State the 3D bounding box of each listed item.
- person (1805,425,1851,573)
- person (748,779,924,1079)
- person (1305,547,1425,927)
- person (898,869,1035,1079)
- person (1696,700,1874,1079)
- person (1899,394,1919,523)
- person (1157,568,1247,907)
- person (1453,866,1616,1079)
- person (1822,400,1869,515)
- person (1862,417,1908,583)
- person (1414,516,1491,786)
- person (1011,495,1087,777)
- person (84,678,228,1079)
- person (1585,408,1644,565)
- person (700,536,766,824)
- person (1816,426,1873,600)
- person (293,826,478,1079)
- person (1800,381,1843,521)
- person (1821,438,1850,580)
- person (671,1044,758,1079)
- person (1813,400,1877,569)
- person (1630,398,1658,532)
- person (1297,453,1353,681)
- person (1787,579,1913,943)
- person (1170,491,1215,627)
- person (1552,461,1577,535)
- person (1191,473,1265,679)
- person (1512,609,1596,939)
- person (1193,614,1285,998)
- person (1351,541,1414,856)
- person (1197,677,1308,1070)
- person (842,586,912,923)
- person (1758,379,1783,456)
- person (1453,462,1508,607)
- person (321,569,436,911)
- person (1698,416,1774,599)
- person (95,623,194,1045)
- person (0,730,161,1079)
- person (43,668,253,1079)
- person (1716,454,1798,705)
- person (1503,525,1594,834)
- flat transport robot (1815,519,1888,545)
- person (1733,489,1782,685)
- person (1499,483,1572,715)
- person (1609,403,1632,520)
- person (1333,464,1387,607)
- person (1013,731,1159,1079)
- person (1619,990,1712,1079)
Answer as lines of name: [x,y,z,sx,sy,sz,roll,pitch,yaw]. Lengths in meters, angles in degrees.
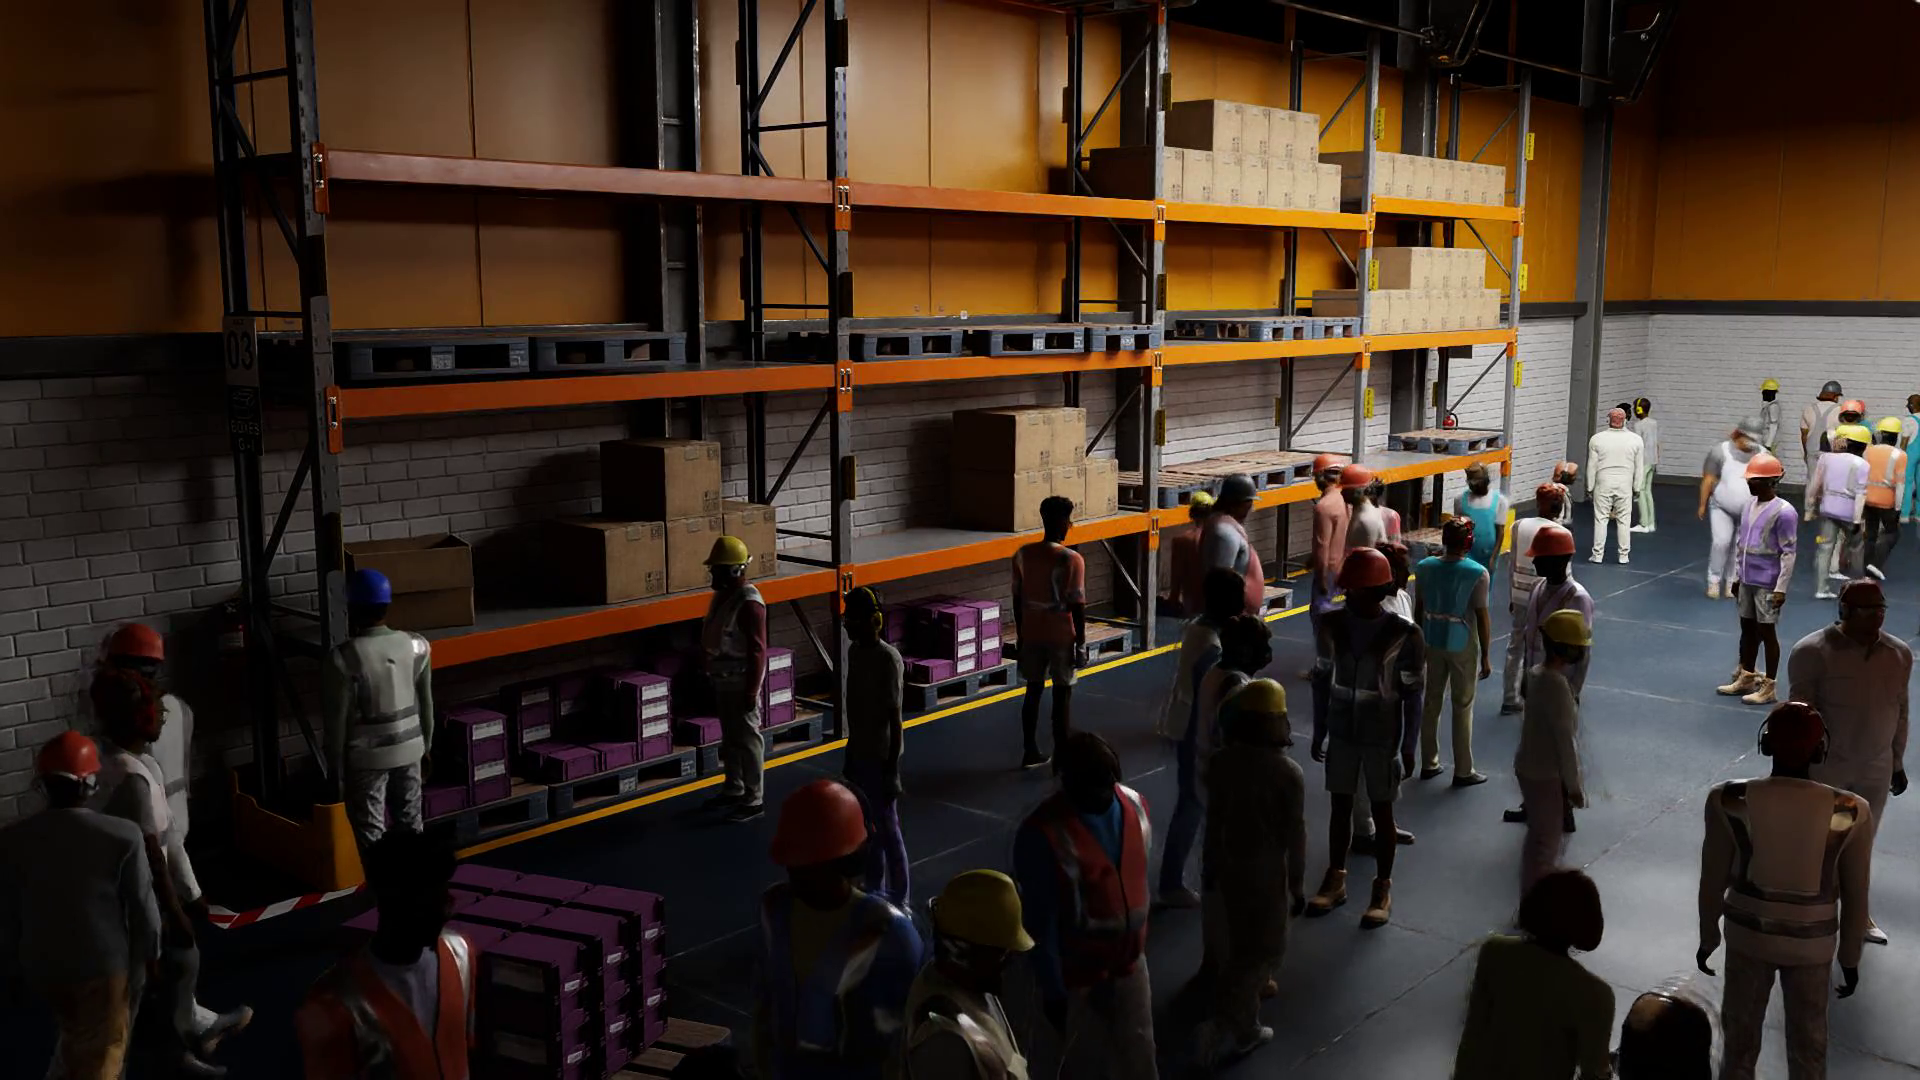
person: [10.331,-0.487,19.710,0.525,1.740,0.647,-1,9,-8]
person: [-0.345,1.658,4.977,0.646,2.021,0.666,7,11,39]
person: [2.147,1.040,8.870,0.610,2.040,0.394,7,11,37]
person: [0.023,1.803,4.656,0.403,1.822,0.588,0,9,1]
person: [3.078,1.524,6.255,0.575,1.883,0.355,4,9,22]
person: [13.547,-1.151,23.645,0.504,1.841,0.344,-2,9,-10]
person: [1.437,1.085,9.045,0.751,1.888,0.610,1,9,5]
person: [1.837,1.825,5.300,0.696,1.582,0.526,-5,10,-29]
person: [13.115,-1.193,24.296,0.785,1.724,0.573,2,9,15]
person: [10.478,-0.449,18.915,0.407,1.912,0.587,-5,10,-28]
person: [3.346,0.753,11.342,0.388,1.848,0.564,-8,12,-42]
person: [0.637,0.658,11.574,0.613,1.962,0.367,8,12,41]
person: [-3.303,1.470,6.832,0.686,1.809,0.606,-5,10,-28]
person: [7.934,-0.650,20.199,0.651,1.907,0.409,2,9,12]
person: [-1.439,0.878,10.579,0.404,1.833,0.591,-5,10,-30]
person: [9.631,-0.295,17.978,0.902,1.877,0.578,-4,10,-24]
person: [-1.544,1.741,4.636,0.381,1.954,0.604,5,10,27]
person: [12.391,-1.267,23.749,0.535,2.000,0.673,-7,11,-37]
person: [10.152,-0.366,19.220,0.311,1.642,0.512,2,9,15]
person: [-0.483,1.957,3.529,0.605,1.859,1.001,-2,9,-15]
person: [10.581,-0.664,19.915,0.615,2.029,0.409,3,9,19]
person: [9.359,-1.027,22.822,0.533,1.850,0.385,-7,11,-38]
person: [3.183,0.231,14.331,0.599,1.958,0.618,6,11,36]
person: [4.611,1.143,8.624,0.642,1.913,0.409,0,9,-3]
person: [2.006,0.457,13.671,0.545,1.714,0.916,-1,9,-4]
person: [6.043,0.016,16.821,0.316,1.633,0.532,4,10,26]
person: [2.086,0.471,12.543,0.791,2.000,0.708,0,9,-1]
person: [3.076,1.216,8.660,0.382,1.752,0.540,2,9,11]
person: [1.352,1.264,8.067,0.430,1.845,0.624,0,9,-2]
person: [2.558,0.942,10.012,0.355,1.882,0.576,7,11,38]
person: [1.223,1.462,7.215,0.520,1.712,0.597,9,12,44]
person: [-0.458,1.156,8.728,0.328,1.861,0.507,-6,10,-33]
person: [12.590,-1.547,25.922,0.367,1.927,0.587,3,9,21]
person: [4.782,0.162,15.367,0.496,1.781,1.013,3,9,21]
person: [-3.034,1.126,8.695,0.405,1.940,0.632,8,12,40]
person: [8.377,-0.358,17.885,0.716,2.000,0.673,2,9,10]
person: [-3.668,1.339,7.470,0.423,1.902,0.568,1,9,6]
person: [-3.372,1.596,6.340,0.566,1.721,0.804,-1,9,-7]
person: [-3.480,1.441,6.975,0.603,1.826,1.015,6,11,36]
person: [6.480,0.318,13.520,0.381,2.041,0.616,-2,9,-10]
person: [3.653,0.866,10.325,0.376,1.936,0.549,-2,9,-15]
flat transport robot: [11.848,-0.102,21.921,0.652,0.197,1.431,8,12,42]
person: [6.797,0.385,14.184,0.317,1.692,0.555,3,9,19]
person: [4.512,0.486,12.999,0.370,1.877,0.581,-5,10,-28]
person: [9.523,-1.133,23.992,0.318,1.697,0.530,4,10,24]
person: [3.267,0.362,13.459,0.533,1.969,0.656,1,9,5]
person: [0.512,1.584,6.201,0.635,1.780,0.988,-6,11,-34]
person: [1.658,1.920,4.001,0.983,1.799,0.527,-6,11,-35]
